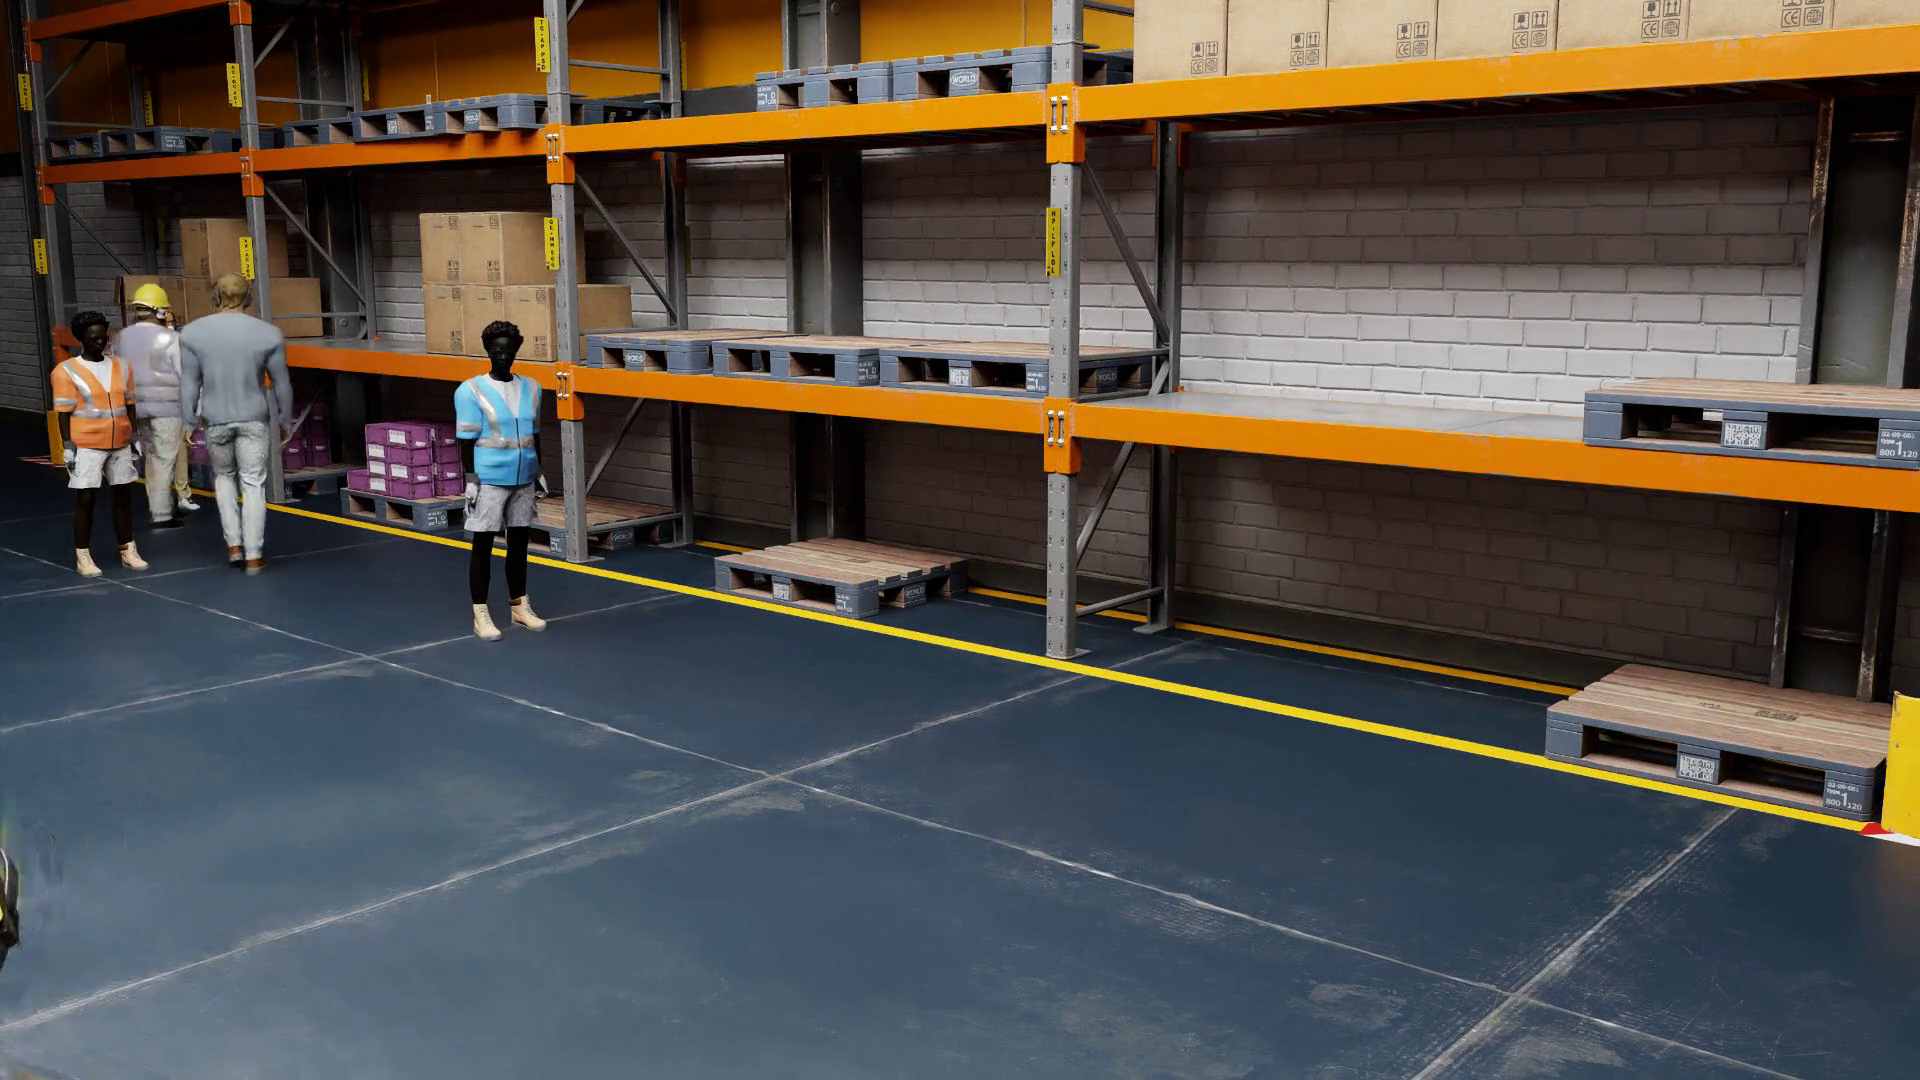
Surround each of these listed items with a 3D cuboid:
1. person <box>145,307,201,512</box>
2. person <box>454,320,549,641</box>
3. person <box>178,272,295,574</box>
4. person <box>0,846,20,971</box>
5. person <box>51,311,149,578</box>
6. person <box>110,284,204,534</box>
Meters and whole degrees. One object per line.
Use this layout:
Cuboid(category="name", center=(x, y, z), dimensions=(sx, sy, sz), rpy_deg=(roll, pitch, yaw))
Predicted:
Cuboid(category="person", center=(-6.237, -1.020, 13.076), dimensions=(0.277, 1.629, 0.496), rpy_deg=(7, 12, 34))
Cuboid(category="person", center=(-2.439, -0.324, 8.896), dimensions=(0.322, 1.699, 0.536), rpy_deg=(8, 13, 39))
Cuboid(category="person", center=(-4.636, -0.759, 10.740), dimensions=(0.656, 1.915, 0.689), rpy_deg=(-3, 10, -14))
Cuboid(category="person", center=(-0.794, 0.989, 1.373), dimensions=(0.532, 1.722, 0.923), rpy_deg=(2, 10, 9))
Cuboid(category="person", center=(-5.455, -0.605, 10.545), dimensions=(0.320, 1.687, 0.533), rpy_deg=(6, 12, 31))
Cuboid(category="person", center=(-5.813, -0.970, 12.268), dimensions=(0.602, 1.812, 0.661), rpy_deg=(3, 10, 18))
